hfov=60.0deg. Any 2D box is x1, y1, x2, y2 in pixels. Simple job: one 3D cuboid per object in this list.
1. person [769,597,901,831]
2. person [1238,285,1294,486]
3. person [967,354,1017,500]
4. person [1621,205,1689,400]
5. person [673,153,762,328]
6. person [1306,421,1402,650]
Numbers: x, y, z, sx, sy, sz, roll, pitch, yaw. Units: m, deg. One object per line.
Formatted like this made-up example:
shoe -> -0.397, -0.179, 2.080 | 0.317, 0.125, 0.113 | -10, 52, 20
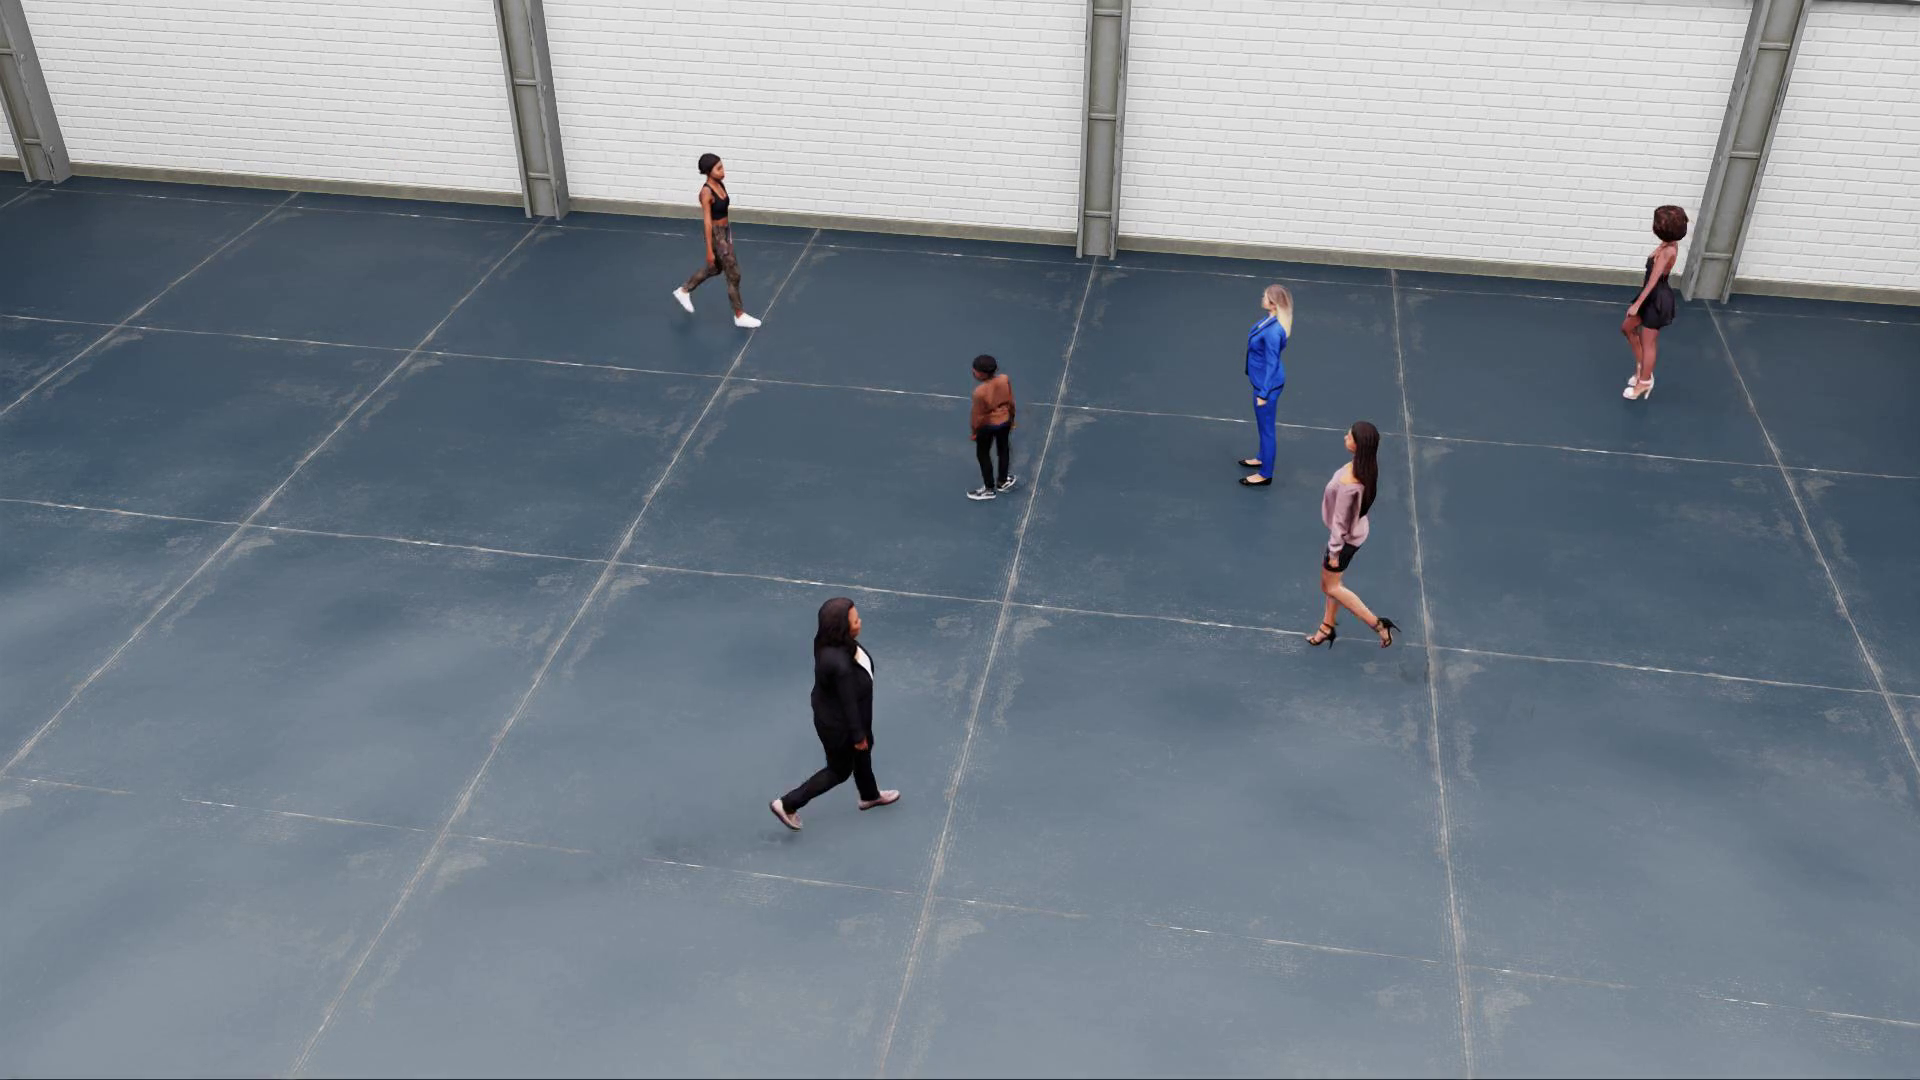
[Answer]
person -> -0.772, 1.062, 9.735 | 1.126, 1.587, 0.878 | -6, 34, -9
person -> 2.435, -1.230, 13.082 | 0.524, 1.699, 0.608 | 6, 34, 9
person -> 0.297, -0.915, 13.027 | 0.670, 1.237, 0.735 | -11, 35, -17
person -> 5.989, -1.975, 14.135 | 0.652, 1.775, 0.586 | 11, 35, 16
person -> -2.328, -2.777, 15.432 | 1.124, 1.674, 0.633 | 8, 34, 12
person -> 2.653, 0.038, 11.085 | 0.973, 1.800, 0.818 | 19, 38, 26
